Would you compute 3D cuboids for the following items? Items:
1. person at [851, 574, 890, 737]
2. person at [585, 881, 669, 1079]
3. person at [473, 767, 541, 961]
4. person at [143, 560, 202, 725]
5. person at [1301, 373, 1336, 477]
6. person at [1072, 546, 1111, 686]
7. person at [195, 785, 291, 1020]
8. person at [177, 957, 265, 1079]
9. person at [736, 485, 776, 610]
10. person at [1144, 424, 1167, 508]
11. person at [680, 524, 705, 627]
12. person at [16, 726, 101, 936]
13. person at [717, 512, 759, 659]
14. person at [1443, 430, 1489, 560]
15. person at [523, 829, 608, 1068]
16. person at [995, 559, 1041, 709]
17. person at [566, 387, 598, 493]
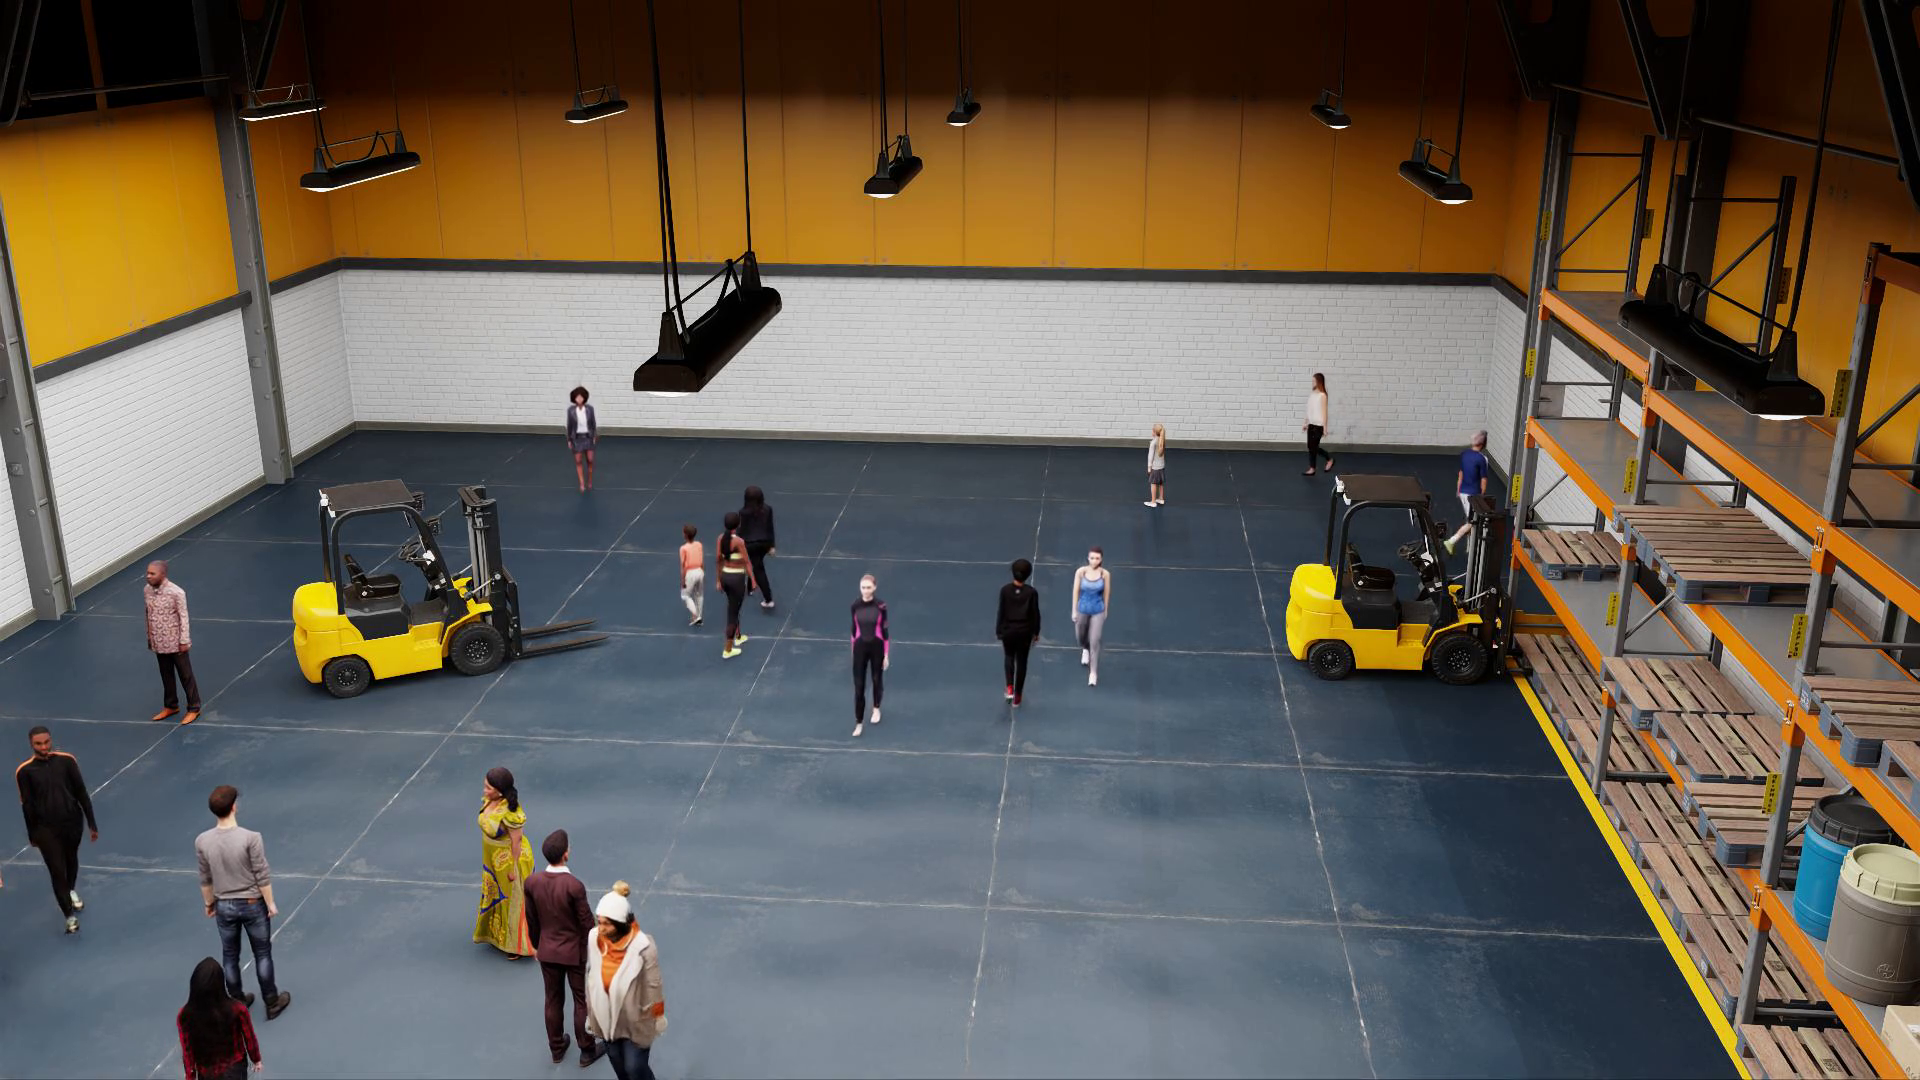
[{"bbox_3d":[-0.942,1.163,17.714,0.567,1.720,0.947,2,19,5],"label":"person"},{"bbox_3d":[-2.260,3.177,11.481,0.776,1.881,0.757,7,20,19],"label":"person"},{"bbox_3d":[-3.694,2.596,13.551,1.042,1.661,1.000,-17,25,-42],"label":"person"},{"bbox_3d":[-8.483,1.068,17.859,0.722,1.808,0.657,5,19,15],"label":"person"},{"bbox_3d":[5.801,-1.841,26.654,0.819,1.707,0.791,-5,19,-14],"label":"person"},{"bbox_3d":[1.484,0.814,18.957,0.625,1.588,1.010,3,19,10],"label":"person"},{"bbox_3d":[-5.478,2.773,12.648,0.703,1.903,0.609,-1,19,-2],"label":"person"},{"bbox_3d":[-4.800,3.545,10.810,0.774,1.612,1.121,-3,19,-8],"label":"person"},{"bbox_3d":[-2.543,0.126,21.025,1.131,1.572,1.178,-15,24,-38],"label":"person"},{"bbox_3d":[2.994,-1.145,25.267,0.661,1.274,0.591,16,24,39],"label":"person"},{"bbox_3d":[-3.254,0.447,20.493,0.634,1.303,0.696,-14,23,-35],"label":"person"},{"bbox_3d":[-7.623,2.374,14.041,1.119,1.769,1.191,-15,24,-37],"label":"person"},{"bbox_3d":[-2.719,0.555,19.501,0.810,1.732,0.919,14,23,36],"label":"person"},{"bbox_3d":[6.968,-0.607,22.822,1.068,1.815,1.128,-9,21,-26],"label":"person"},{"bbox_3d":[-2.878,2.974,12.107,0.715,1.866,0.647,5,19,14],"label":"person"},{"bbox_3d":[0.621,1.042,18.179,0.645,1.652,0.603,3,19,7],"label":"person"},{"bbox_3d":[-5.894,-1.566,25.866,0.706,1.689,0.703,-5,19,-13],"label":"person"}]
